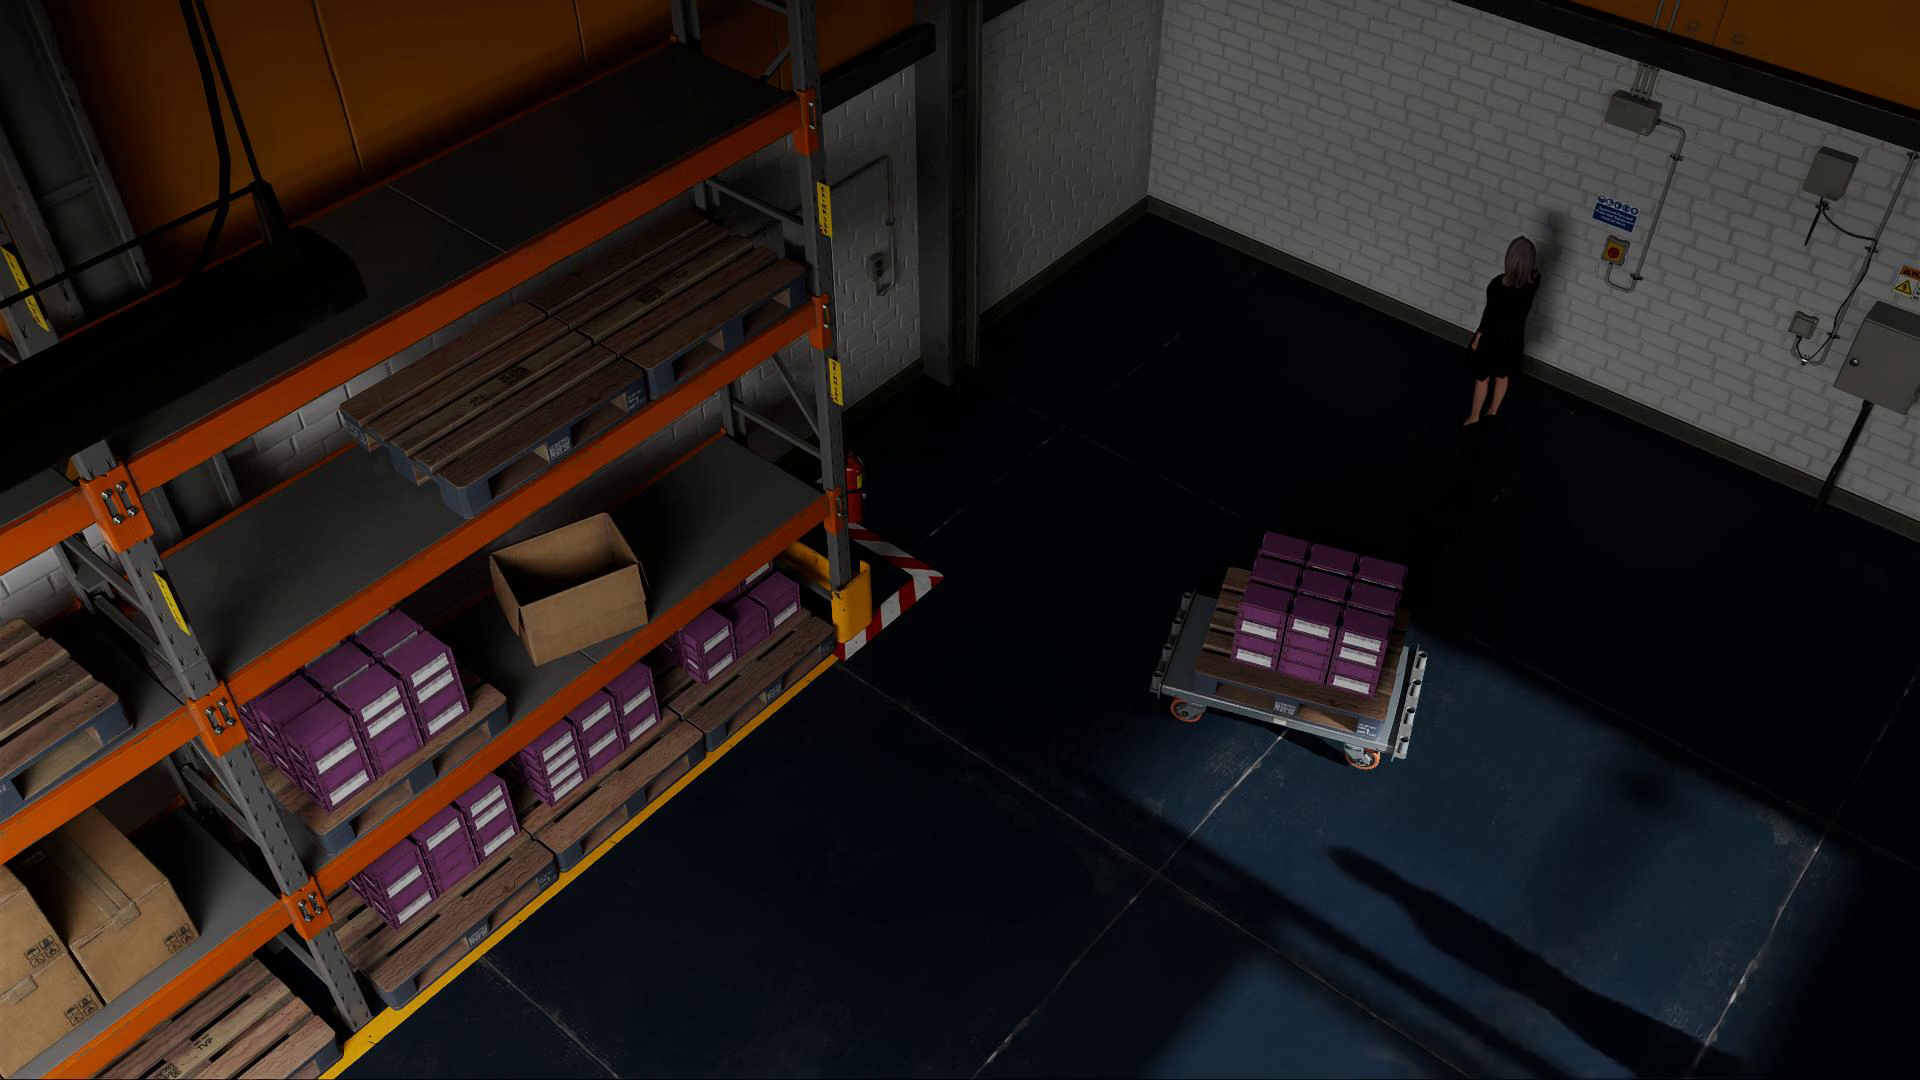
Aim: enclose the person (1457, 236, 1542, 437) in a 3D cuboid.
[{"bbox_3d":[4.063,-1.528,12.528,0.671,1.747,0.758,-12,45,-12],"label":"person"}]
